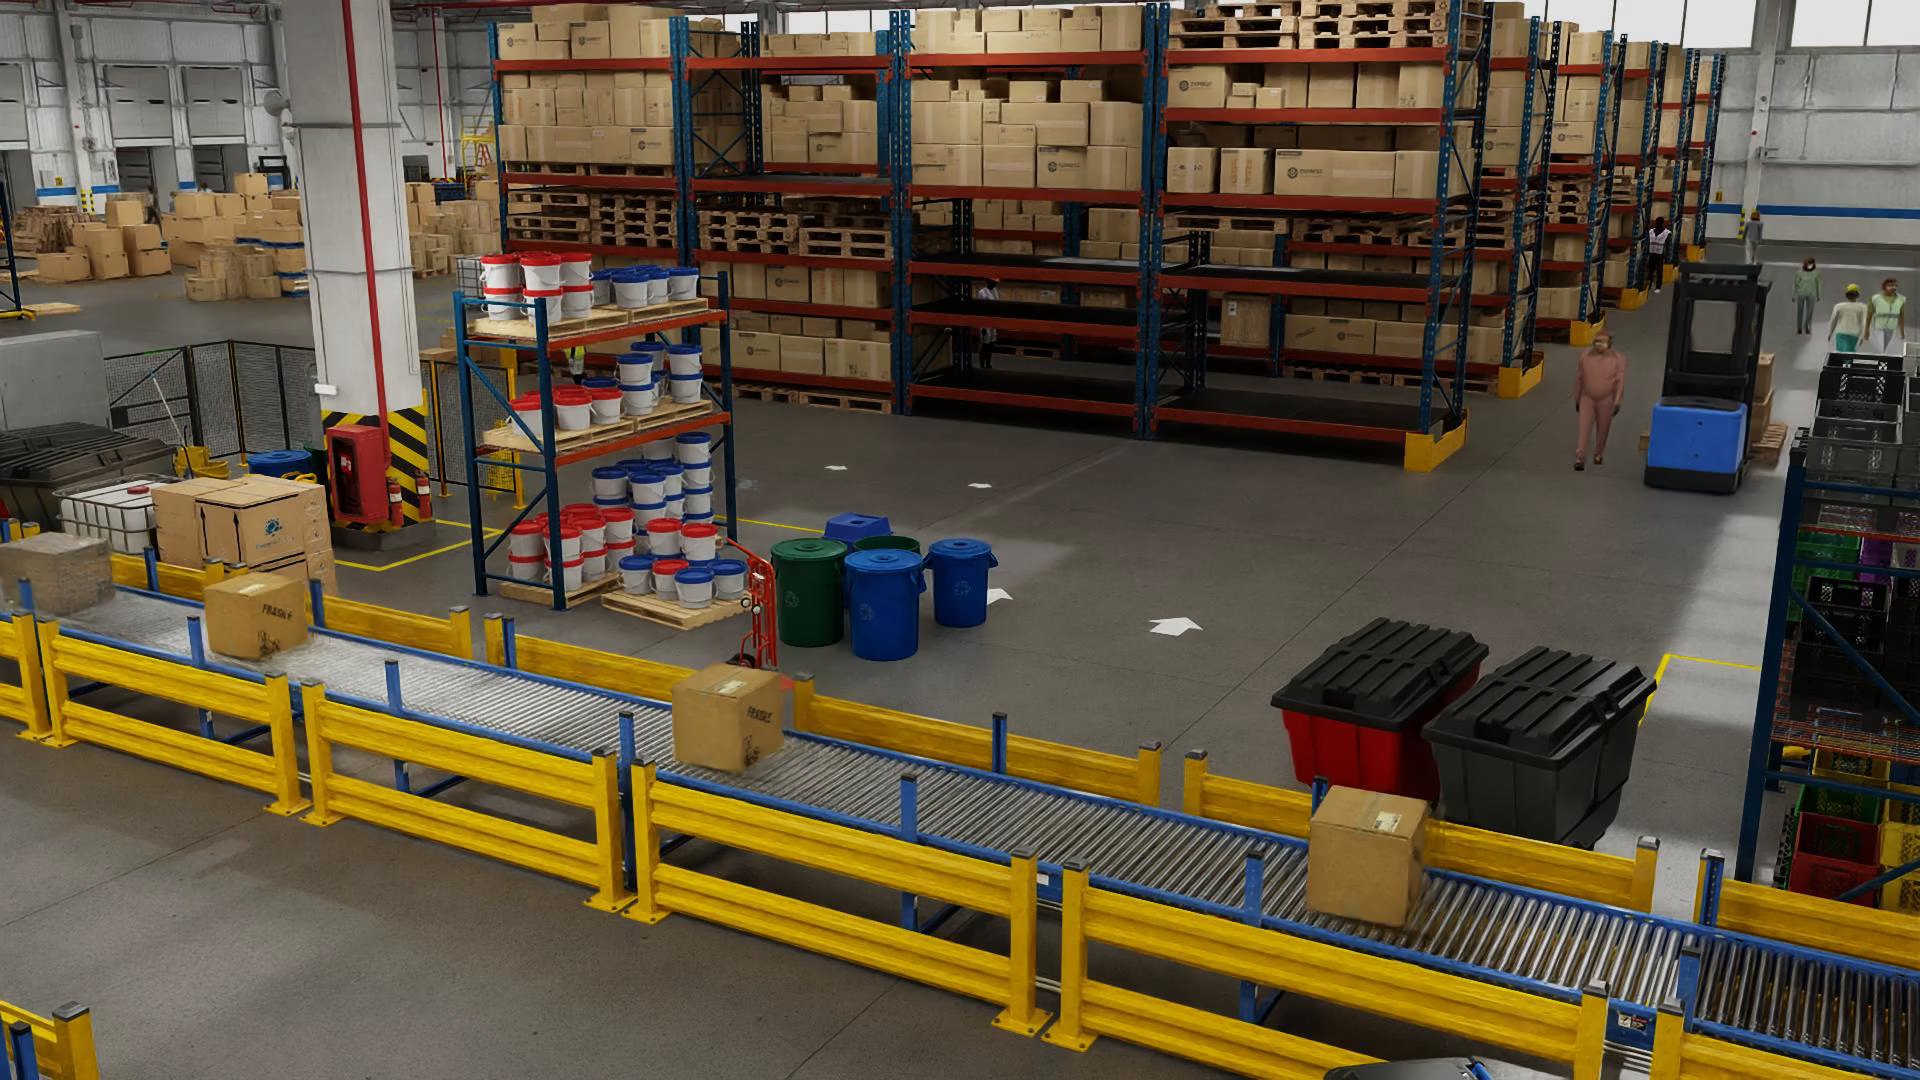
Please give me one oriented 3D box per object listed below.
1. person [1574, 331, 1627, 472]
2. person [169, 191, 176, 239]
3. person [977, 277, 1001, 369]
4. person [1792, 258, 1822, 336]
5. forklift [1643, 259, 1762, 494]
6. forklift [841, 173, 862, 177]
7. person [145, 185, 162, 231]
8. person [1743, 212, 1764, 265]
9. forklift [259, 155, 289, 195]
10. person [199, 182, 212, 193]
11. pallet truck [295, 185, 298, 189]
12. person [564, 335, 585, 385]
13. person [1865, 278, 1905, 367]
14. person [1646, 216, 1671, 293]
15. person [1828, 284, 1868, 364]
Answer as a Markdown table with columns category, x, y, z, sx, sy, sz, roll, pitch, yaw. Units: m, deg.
| category | x | y | z | sx | sy | sz | roll | pitch | yaw |
| --- | --- | --- | --- | --- | --- | --- | --- | --- | --- |
| person | 8.440 | -1.845 | 22.019 | 0.636 | 1.852 | 1.014 | 8 | 17 | 27 |
| person | -25.283 | -10.332 | 53.838 | 0.644 | 1.900 | 0.999 | 7 | 16 | 25 |
| person | 0.536 | -3.783 | 29.146 | 0.373 | 1.928 | 0.543 | 8 | 17 | 27 |
| person | 17.536 | -5.032 | 34.451 | 0.530 | 1.596 | 0.811 | 6 | 16 | 20 |
| forklift | 9.510 | -2.140 | 21.144 | 1.129 | 2.768 | 1.873 | 8 | 17 | 28 |
| forklift | -3.668 | -11.581 | 56.638 | 1.873 | 2.768 | 1.129 | -11 | 18 | -35 |
| person | -28.764 | -11.713 | 59.229 | 0.988 | 1.800 | 0.516 | -3 | 15 | -13 |
| person | 23.048 | -8.727 | 48.377 | 0.514 | 1.588 | 0.851 | 8 | 17 | 26 |
| forklift | -24.419 | -12.329 | 59.450 | 1.129 | 2.768 | 1.873 | -6 | 16 | -23 |
| person | -29.479 | -13.177 | 65.066 | 0.525 | 1.617 | 0.705 | -5 | 16 | -18 |
| pallet truck | -26.804 | -14.617 | 69.738 | 1.885 | 1.965 | 0.823 | -14 | 20 | -42 |
| person | -6.089 | -2.893 | 26.251 | 0.320 | 1.692 | 0.531 | -1 | 15 | -5 |
| person | 16.075 | -3.652 | 28.943 | 0.582 | 1.809 | 0.972 | 1 | 15 | 5 |
| person | 17.647 | -7.221 | 42.098 | 0.392 | 1.915 | 0.587 | -12 | 19 | -39 |
| person | 15.274 | -3.537 | 28.652 | 0.541 | 1.707 | 0.957 | 6 | 16 | 23 |
